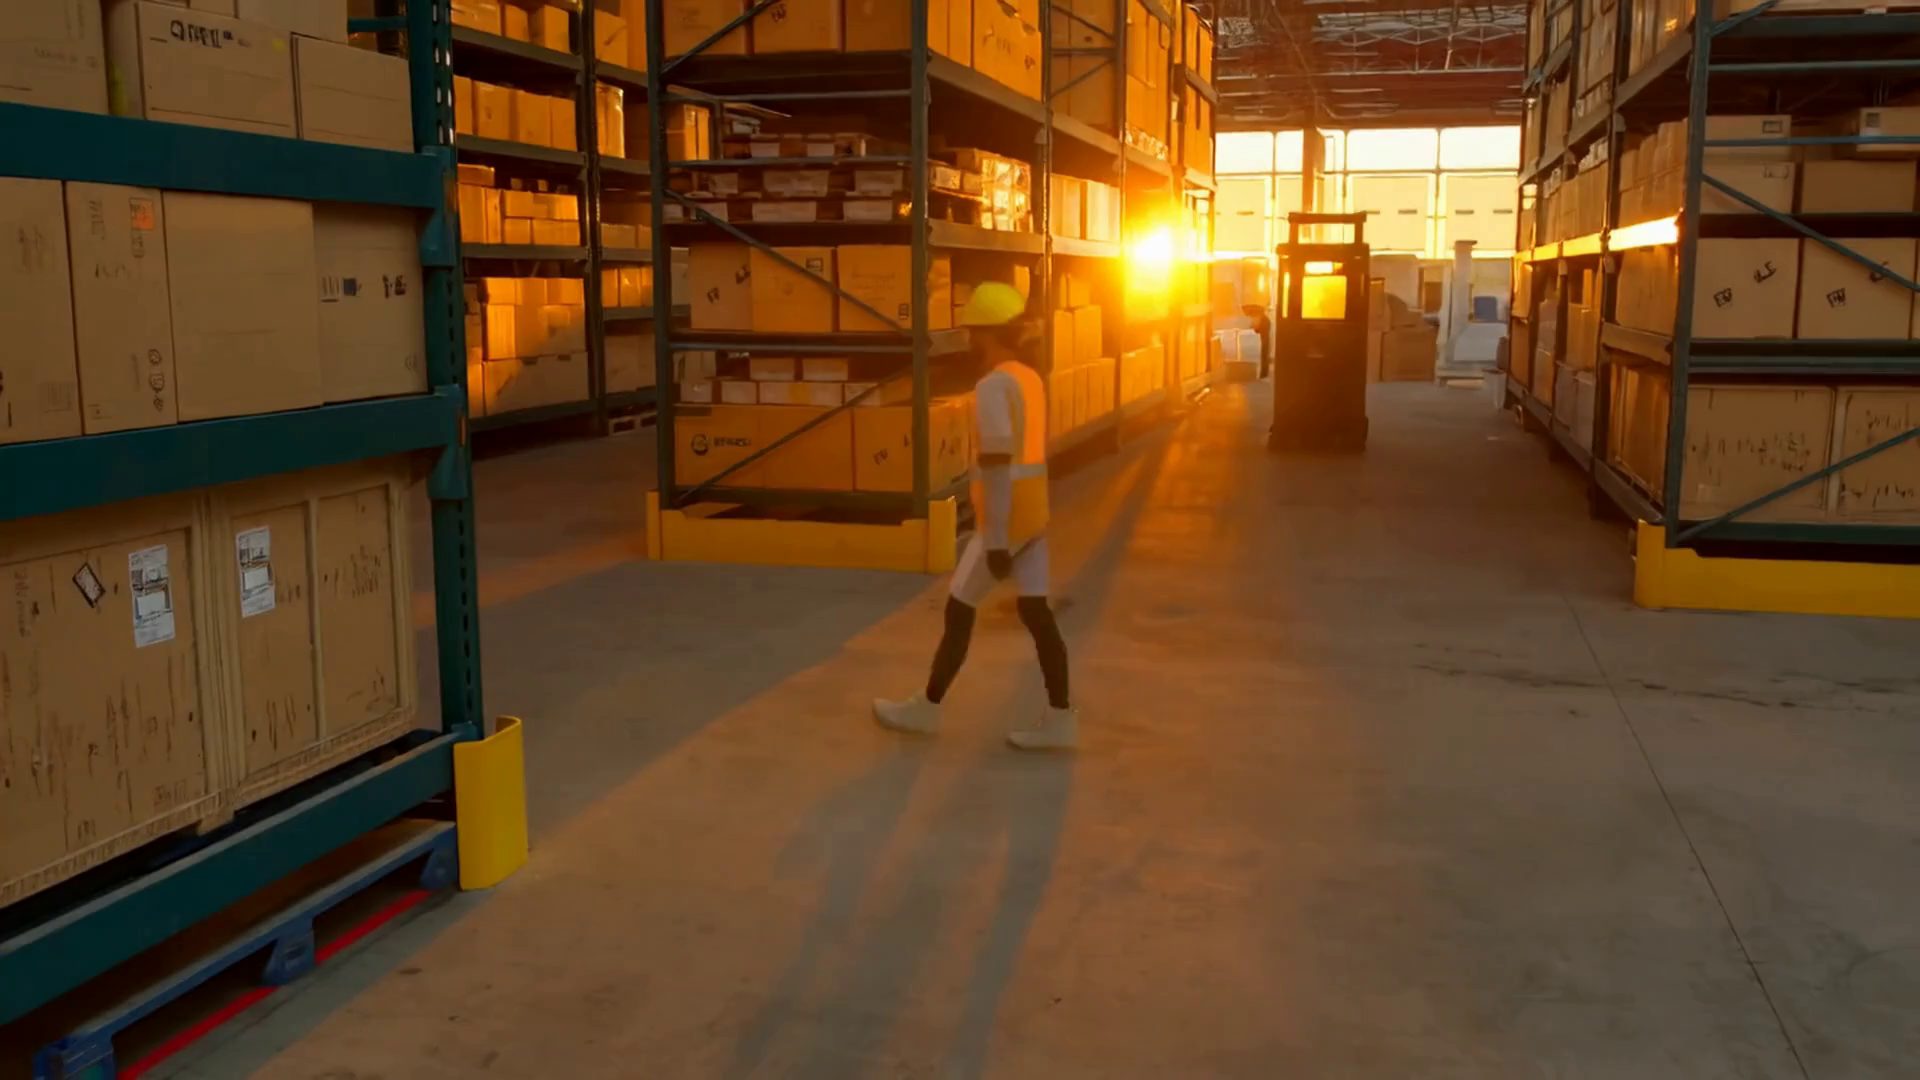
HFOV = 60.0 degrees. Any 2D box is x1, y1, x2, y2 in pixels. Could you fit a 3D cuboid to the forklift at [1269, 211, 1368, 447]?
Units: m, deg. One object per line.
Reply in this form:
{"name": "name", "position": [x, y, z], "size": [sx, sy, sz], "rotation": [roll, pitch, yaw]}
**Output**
{"name": "forklift", "position": [4.457, -2.615, 20.387], "size": [1.129, 2.768, 1.873], "rotation": [2, 9, 15]}

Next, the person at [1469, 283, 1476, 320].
{"name": "person", "position": [14.746, -6.478, 48.115], "size": [0.584, 1.869, 0.974], "rotation": [-3, 9, -19]}

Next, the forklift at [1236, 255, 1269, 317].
{"name": "forklift", "position": [10.034, -8.359, 56.878], "size": [1.129, 2.768, 1.873], "rotation": [2, 9, 15]}

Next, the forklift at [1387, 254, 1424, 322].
{"name": "forklift", "position": [14.644, -8.103, 55.253], "size": [1.129, 2.768, 1.873], "rotation": [-2, 9, -11]}

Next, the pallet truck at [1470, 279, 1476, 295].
{"name": "pallet truck", "position": [18.896, -8.459, 60.307], "size": [1.885, 1.965, 0.823], "rotation": [5, 10, 31]}

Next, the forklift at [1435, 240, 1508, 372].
{"name": "forklift", "position": [10.630, -4.951, 35.226], "size": [1.873, 2.768, 1.129], "rotation": [2, 9, 14]}

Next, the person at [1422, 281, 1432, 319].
{"name": "person", "position": [14.155, -6.799, 49.993], "size": [0.383, 1.930, 0.630], "rotation": [-6, 11, -35]}

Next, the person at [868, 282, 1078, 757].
{"name": "person", "position": [0.083, -0.085, 7.113], "size": [1.018, 1.992, 0.629], "rotation": [4, 10, 24]}
